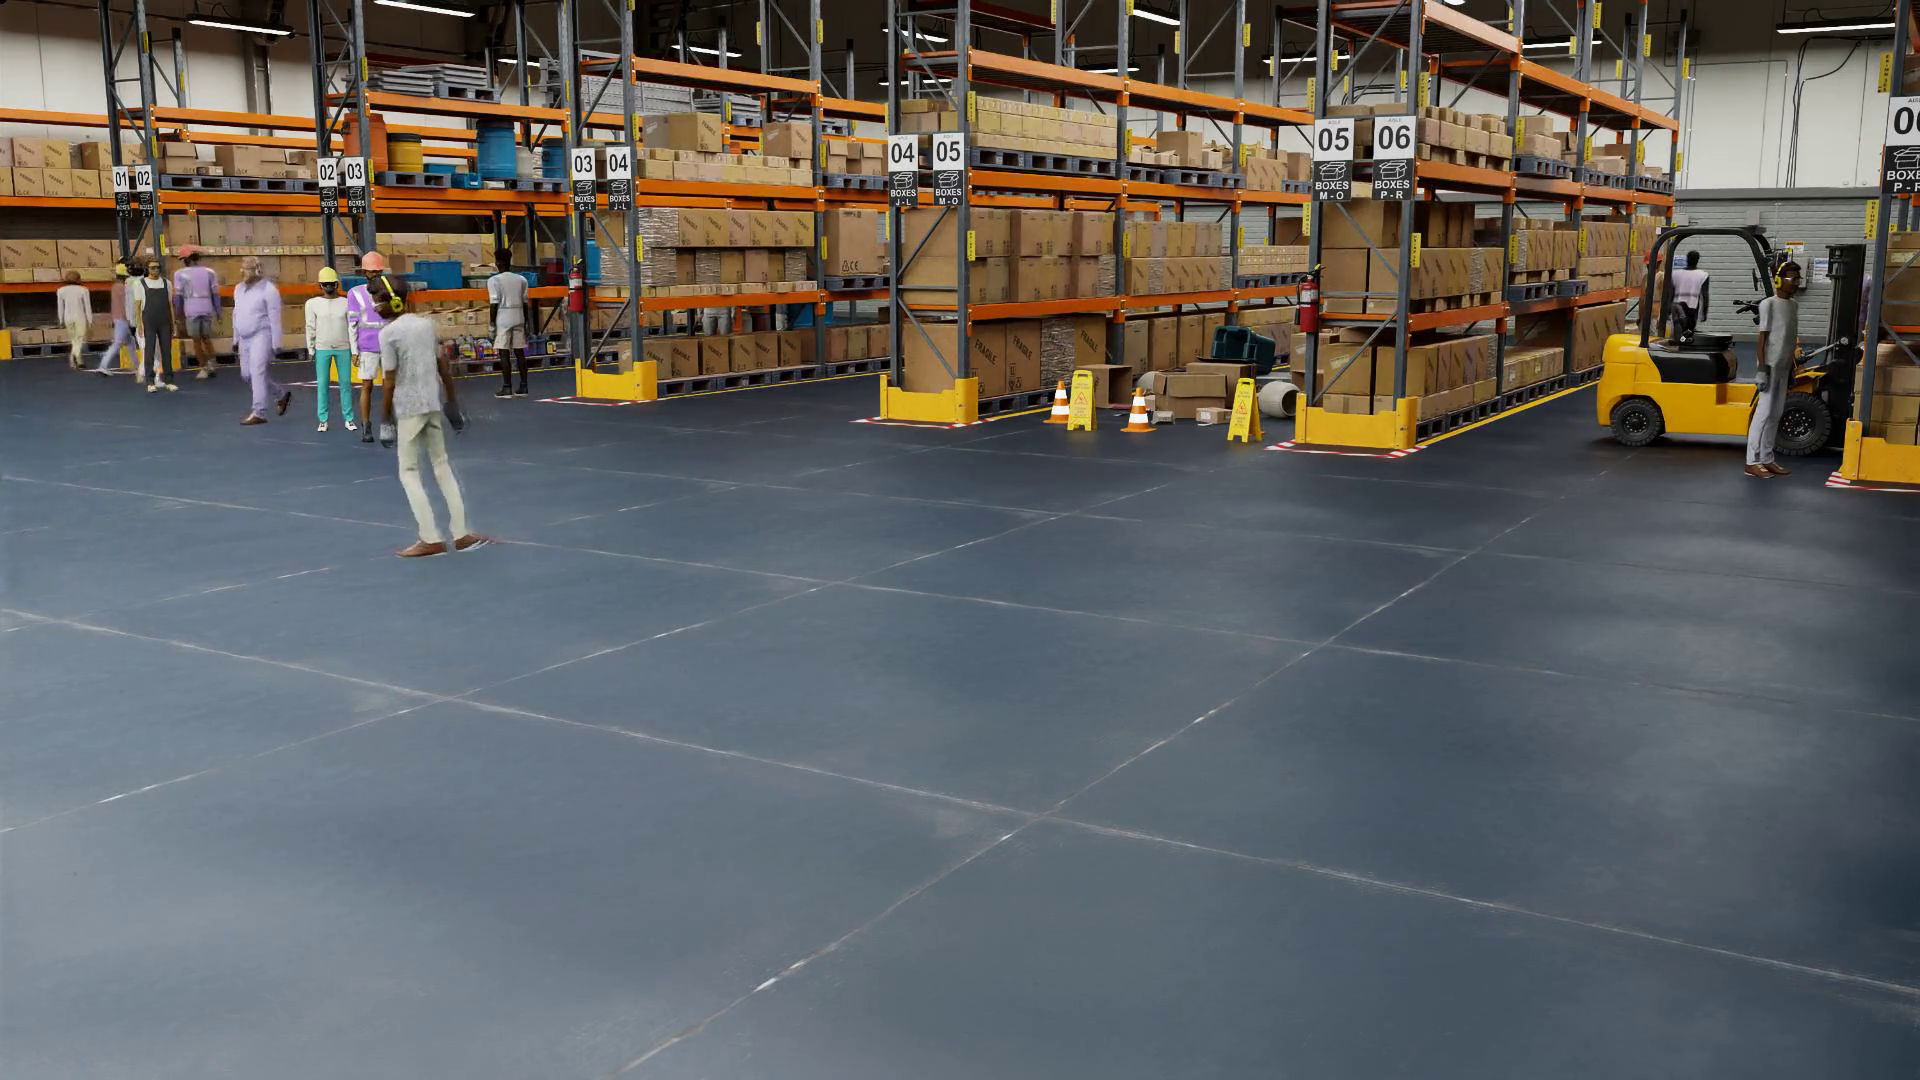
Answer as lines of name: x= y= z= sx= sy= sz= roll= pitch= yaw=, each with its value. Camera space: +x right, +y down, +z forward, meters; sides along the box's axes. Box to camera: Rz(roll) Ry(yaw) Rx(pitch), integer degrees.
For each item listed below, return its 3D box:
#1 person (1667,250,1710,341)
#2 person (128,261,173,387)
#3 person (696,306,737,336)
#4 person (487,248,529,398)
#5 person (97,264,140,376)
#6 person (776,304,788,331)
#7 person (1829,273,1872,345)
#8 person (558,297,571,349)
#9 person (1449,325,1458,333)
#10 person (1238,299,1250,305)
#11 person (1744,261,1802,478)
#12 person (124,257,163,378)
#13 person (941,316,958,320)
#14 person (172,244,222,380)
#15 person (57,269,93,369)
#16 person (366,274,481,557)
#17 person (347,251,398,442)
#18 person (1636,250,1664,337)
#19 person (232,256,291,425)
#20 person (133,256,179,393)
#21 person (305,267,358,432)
person: x=11.889 y=-3.762 z=27.139 sx=0.624 sy=1.895 sz=0.593 roll=6 pitch=12 yaw=31
person: x=-11.546 y=-3.084 z=23.649 sx=0.801 sy=1.805 sz=0.650 roll=5 pitch=11 yaw=25
person: x=-3.678 y=-3.419 z=25.167 sx=0.632 sy=1.932 sz=0.372 roll=0 pitch=10 yaw=-1
person: x=-5.933 y=-2.845 z=21.834 sx=0.366 sy=1.962 sz=0.614 roll=8 pitch=13 yaw=38
person: x=-12.842 y=-3.350 z=25.407 sx=0.554 sy=1.731 sz=0.856 roll=10 pitch=14 yaw=44
person: x=-3.092 y=-3.802 z=28.124 sx=0.503 sy=1.632 sz=0.274 roll=10 pitch=14 yaw=43
person: x=12.767 y=-3.177 z=23.838 sx=0.580 sy=1.918 sz=0.399 roll=5 pitch=11 yaw=27
person: x=-6.895 y=-4.062 z=29.665 sx=0.531 sy=1.605 sz=0.824 roll=6 pitch=12 yaw=31
person: x=9.862 y=-4.872 z=33.369 sx=0.695 sy=1.895 sz=0.494 roll=-10 pitch=14 yaw=-44
person: x=5.408 y=-4.585 z=32.200 sx=0.483 sy=1.745 sz=0.299 roll=8 pitch=13 yaw=38
person: x=7.103 y=-1.479 z=14.457 sx=0.533 sy=1.868 sz=0.310 roll=-7 pitch=12 yaw=-34
person: x=-12.321 y=-3.353 z=25.086 sx=0.642 sy=1.820 sz=0.445 roll=3 pitch=11 yaw=18
person: x=-0.013 y=-3.014 z=22.603 sx=0.606 sy=2.035 sz=0.403 roll=6 pitch=12 yaw=32
person: x=-11.342 y=-3.381 z=24.731 sx=0.573 sy=2.001 sz=0.632 roll=8 pitch=13 yaw=39
person: x=-14.182 y=-3.527 z=26.624 sx=0.503 sy=1.607 sz=0.635 roll=-1 pitch=10 yaw=-4
person: x=-3.464 y=-0.806 z=10.807 sx=0.415 sy=1.829 sz=0.701 roll=5 pitch=11 yaw=27
person: x=-5.946 y=-1.969 z=17.005 sx=0.548 sy=1.936 sz=0.378 roll=-6 pitch=12 yaw=-32
person: x=10.237 y=-3.334 z=24.669 sx=0.363 sy=1.933 sz=0.543 roll=-3 pitch=11 yaw=-19
person: x=-7.897 y=-2.259 z=18.769 sx=0.651 sy=1.889 sz=0.713 roll=6 pitch=12 yaw=30
person: x=-10.952 y=-2.935 z=22.677 sx=0.334 sy=1.843 sz=0.513 roll=10 pitch=14 yaw=44
person: x=-6.766 y=-2.050 z=17.944 sx=0.530 sy=1.768 sz=0.312 roll=-5 pitch=11 yaw=-25
